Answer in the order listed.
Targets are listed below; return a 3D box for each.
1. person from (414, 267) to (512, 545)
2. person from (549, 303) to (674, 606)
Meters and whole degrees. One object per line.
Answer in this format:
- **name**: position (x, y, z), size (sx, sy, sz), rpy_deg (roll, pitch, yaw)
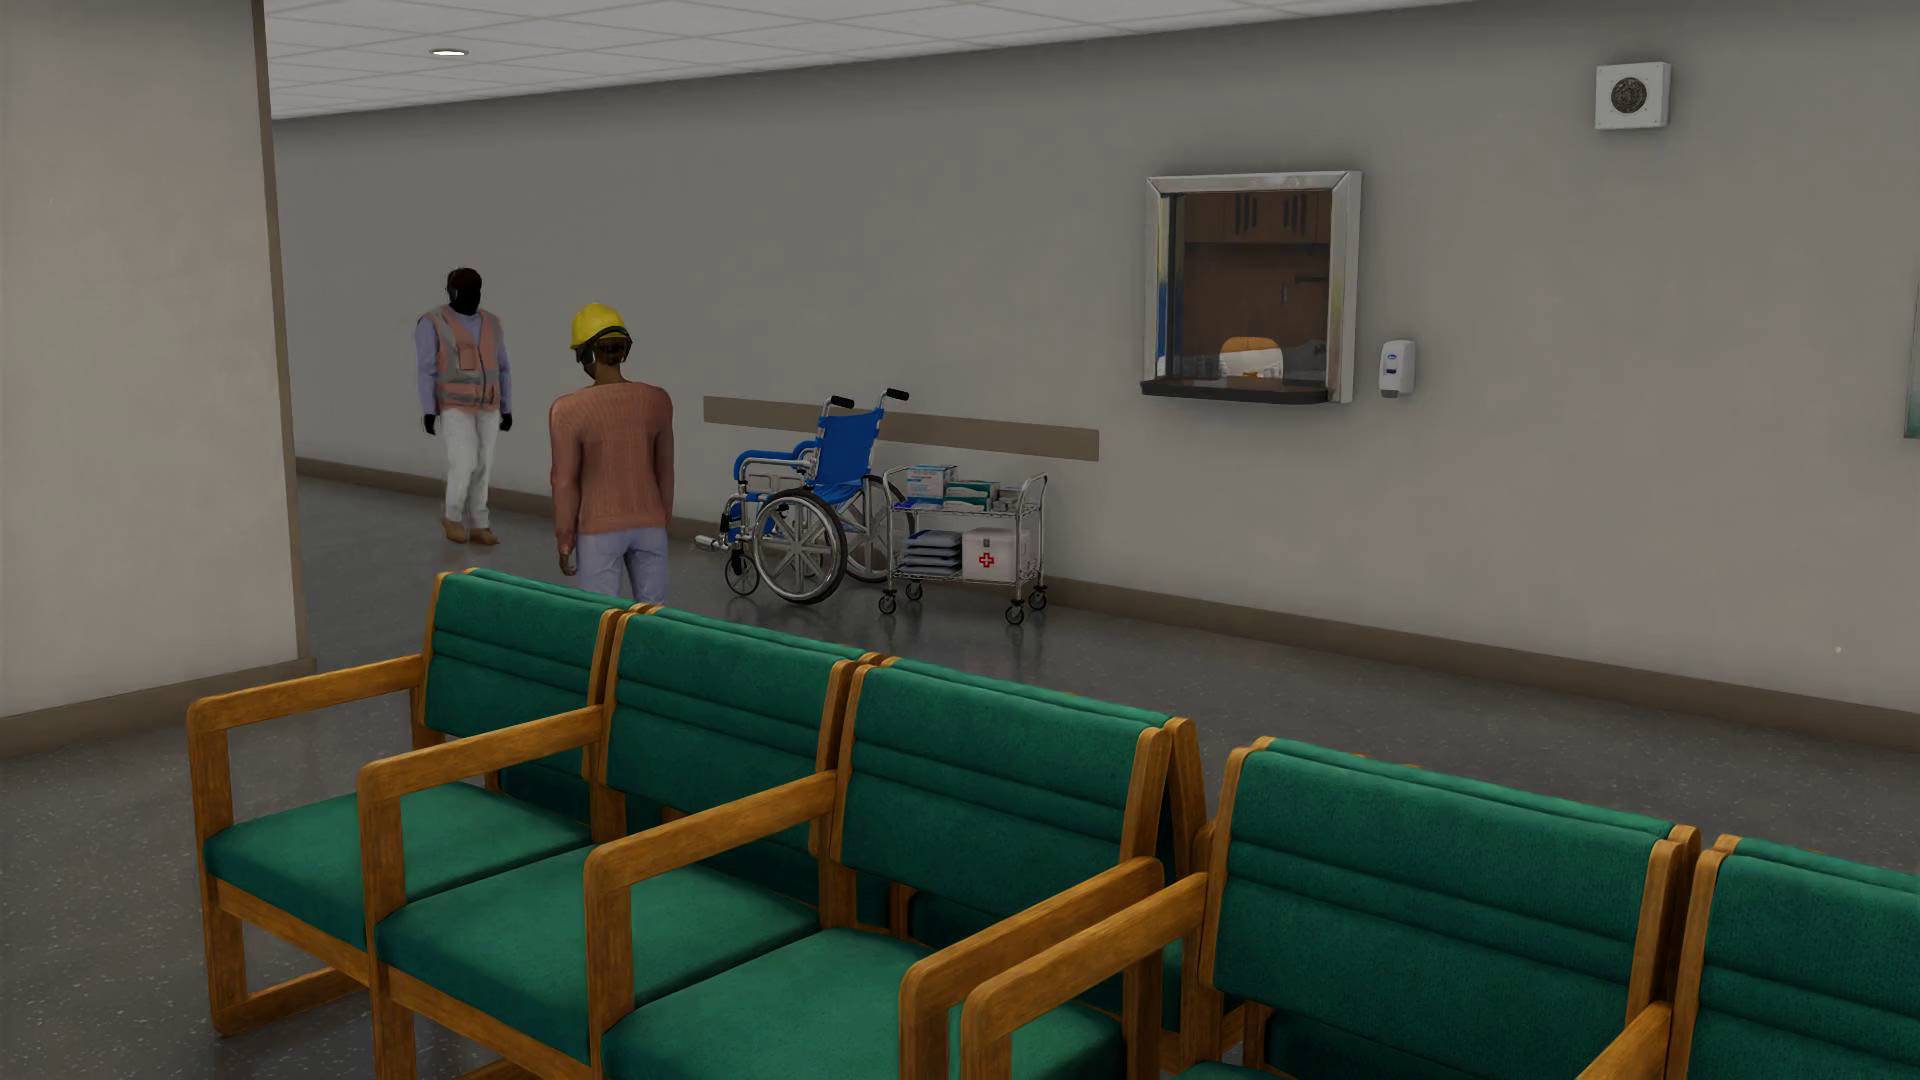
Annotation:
- **person**: position (-3.225, -0.865, 10.931), size (0.448, 1.832, 0.651), rpy_deg (8, 13, 39)
- **person**: position (-1.338, -0.030, 6.430), size (0.517, 1.752, 0.374), rpy_deg (-8, 12, -37)
